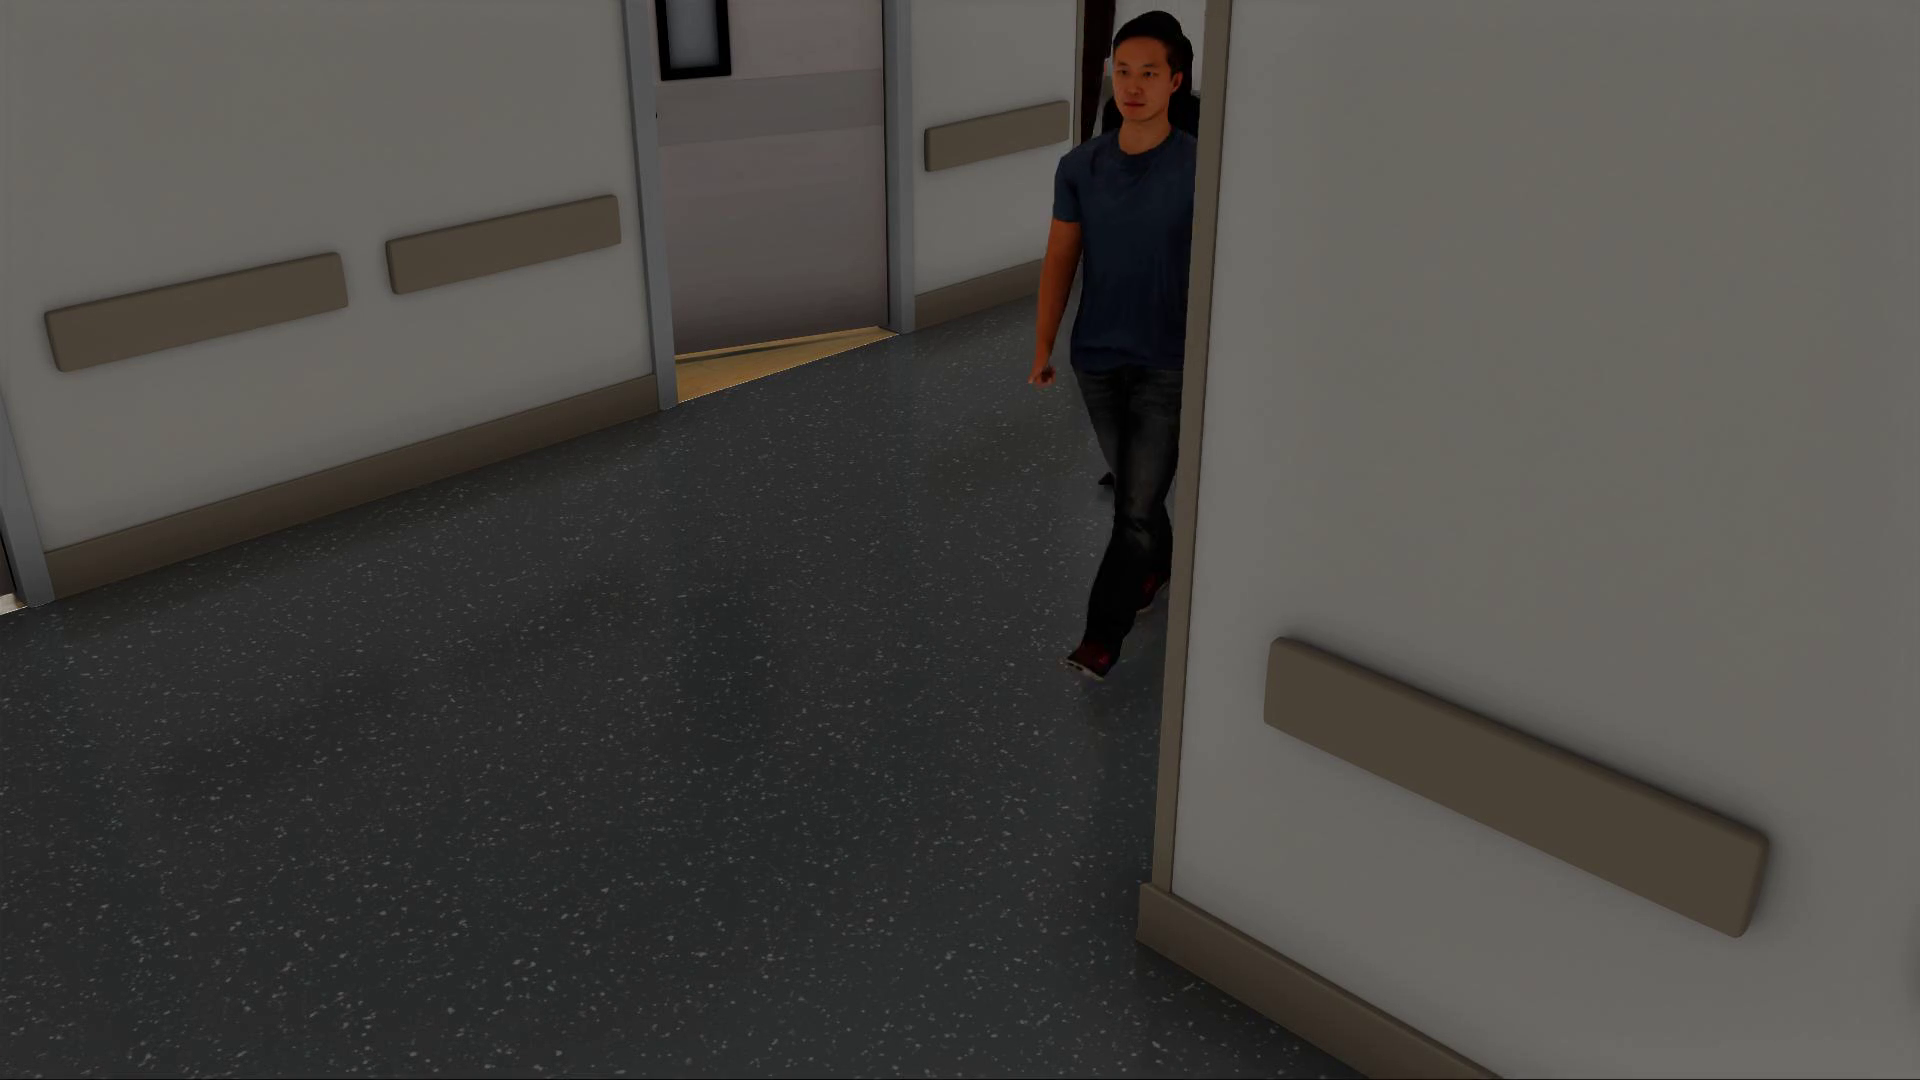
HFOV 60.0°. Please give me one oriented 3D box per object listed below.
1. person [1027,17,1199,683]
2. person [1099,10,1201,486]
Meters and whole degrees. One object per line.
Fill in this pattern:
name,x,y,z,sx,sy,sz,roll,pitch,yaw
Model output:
person,0.529,-0.535,4.692,0.906,1.773,1.205,13,29,24
person,0.712,-0.987,5.769,0.674,1.652,0.595,-23,34,-39
